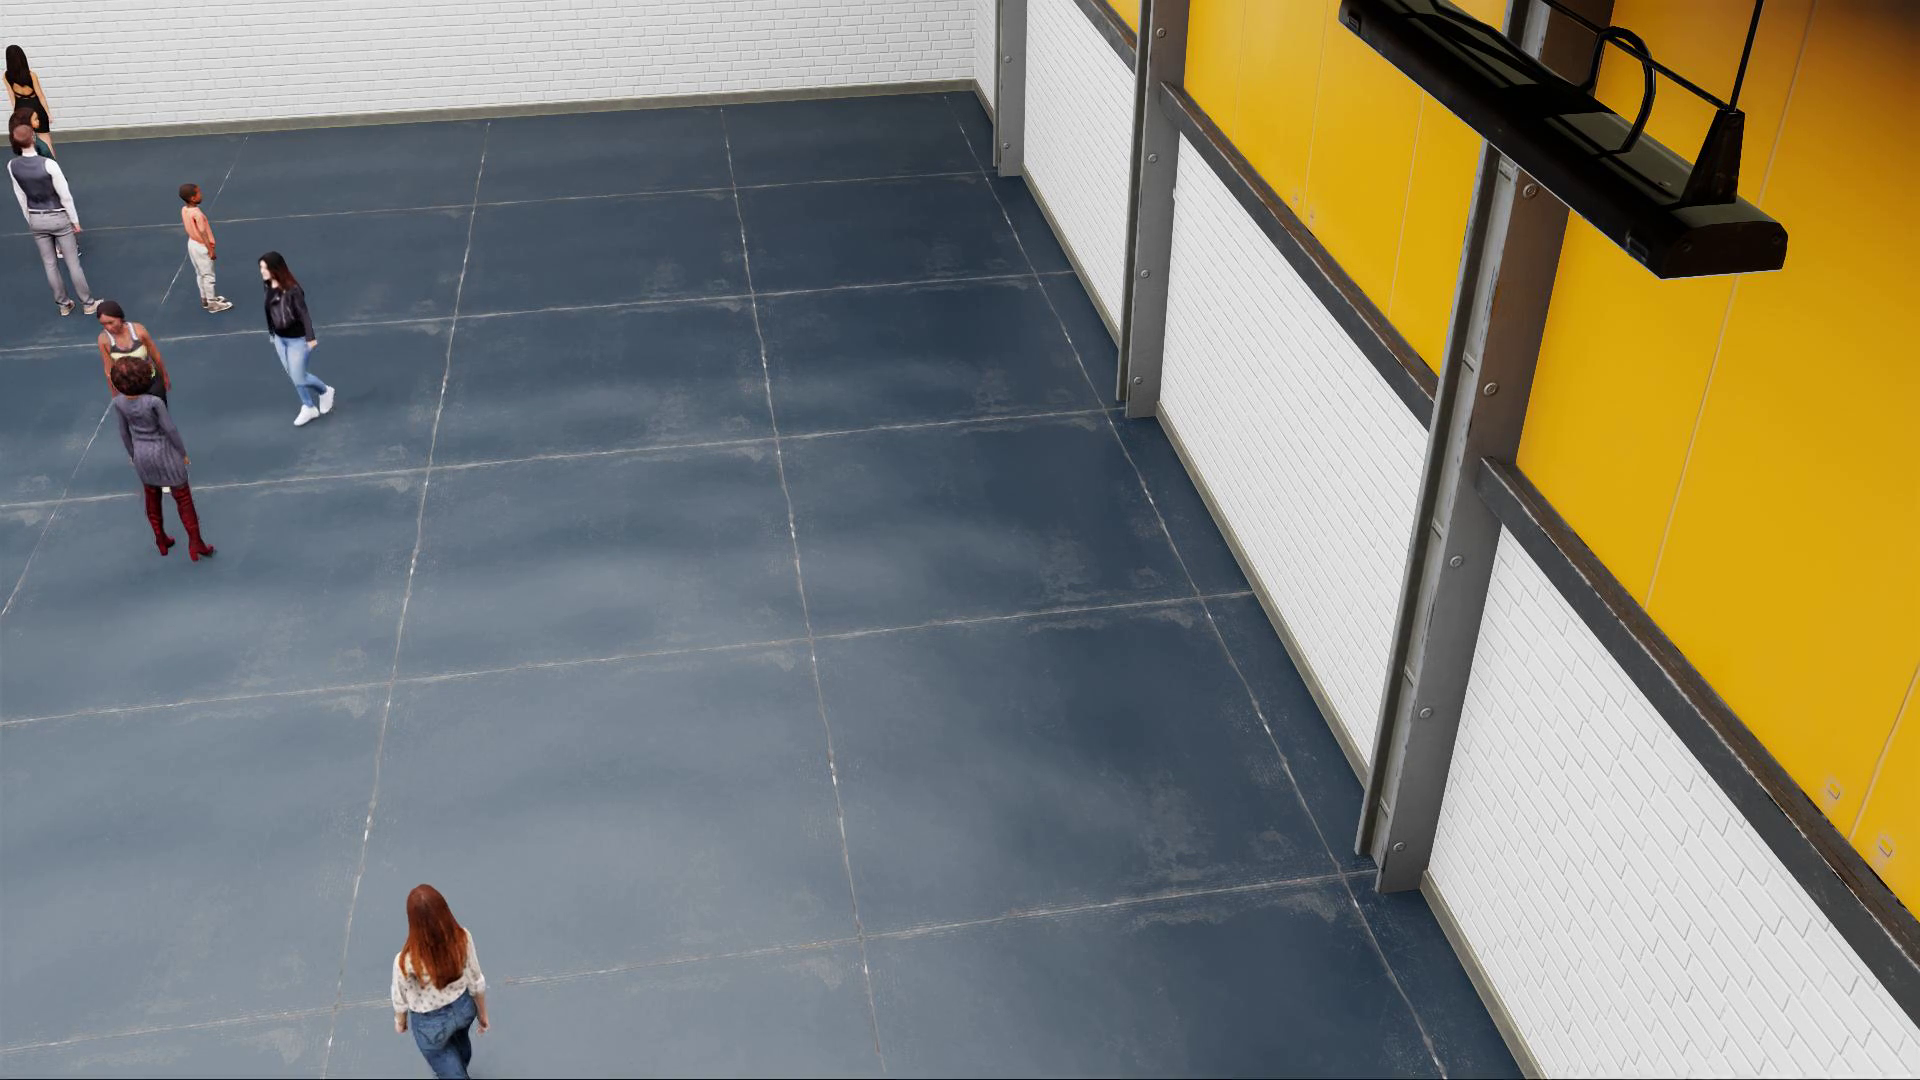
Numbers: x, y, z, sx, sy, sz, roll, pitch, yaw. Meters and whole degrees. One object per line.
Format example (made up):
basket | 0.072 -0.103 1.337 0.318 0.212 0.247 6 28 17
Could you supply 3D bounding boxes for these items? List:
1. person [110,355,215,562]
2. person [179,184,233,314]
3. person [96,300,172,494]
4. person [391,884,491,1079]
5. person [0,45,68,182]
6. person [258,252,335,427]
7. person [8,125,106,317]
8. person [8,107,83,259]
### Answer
person | -6.215 -0.629 12.835 0.673 1.706 0.633 3 34 5
person | -7.615 -2.929 16.657 0.606 1.306 0.531 -28 43 -36
person | -6.767 -1.288 13.842 0.651 1.690 1.100 -15 36 -21
person | -2.514 2.435 8.239 0.989 1.691 1.179 -27 42 -35
person | -10.807 -4.932 19.363 0.542 1.646 0.472 -5 34 -8
person | -5.832 -1.800 14.669 0.801 1.626 0.855 18 38 25
person | -8.990 -3.155 16.429 0.686 1.935 0.592 -1 34 -2
person | -9.761 -3.806 17.697 0.741 1.616 0.641 -18 38 -25
